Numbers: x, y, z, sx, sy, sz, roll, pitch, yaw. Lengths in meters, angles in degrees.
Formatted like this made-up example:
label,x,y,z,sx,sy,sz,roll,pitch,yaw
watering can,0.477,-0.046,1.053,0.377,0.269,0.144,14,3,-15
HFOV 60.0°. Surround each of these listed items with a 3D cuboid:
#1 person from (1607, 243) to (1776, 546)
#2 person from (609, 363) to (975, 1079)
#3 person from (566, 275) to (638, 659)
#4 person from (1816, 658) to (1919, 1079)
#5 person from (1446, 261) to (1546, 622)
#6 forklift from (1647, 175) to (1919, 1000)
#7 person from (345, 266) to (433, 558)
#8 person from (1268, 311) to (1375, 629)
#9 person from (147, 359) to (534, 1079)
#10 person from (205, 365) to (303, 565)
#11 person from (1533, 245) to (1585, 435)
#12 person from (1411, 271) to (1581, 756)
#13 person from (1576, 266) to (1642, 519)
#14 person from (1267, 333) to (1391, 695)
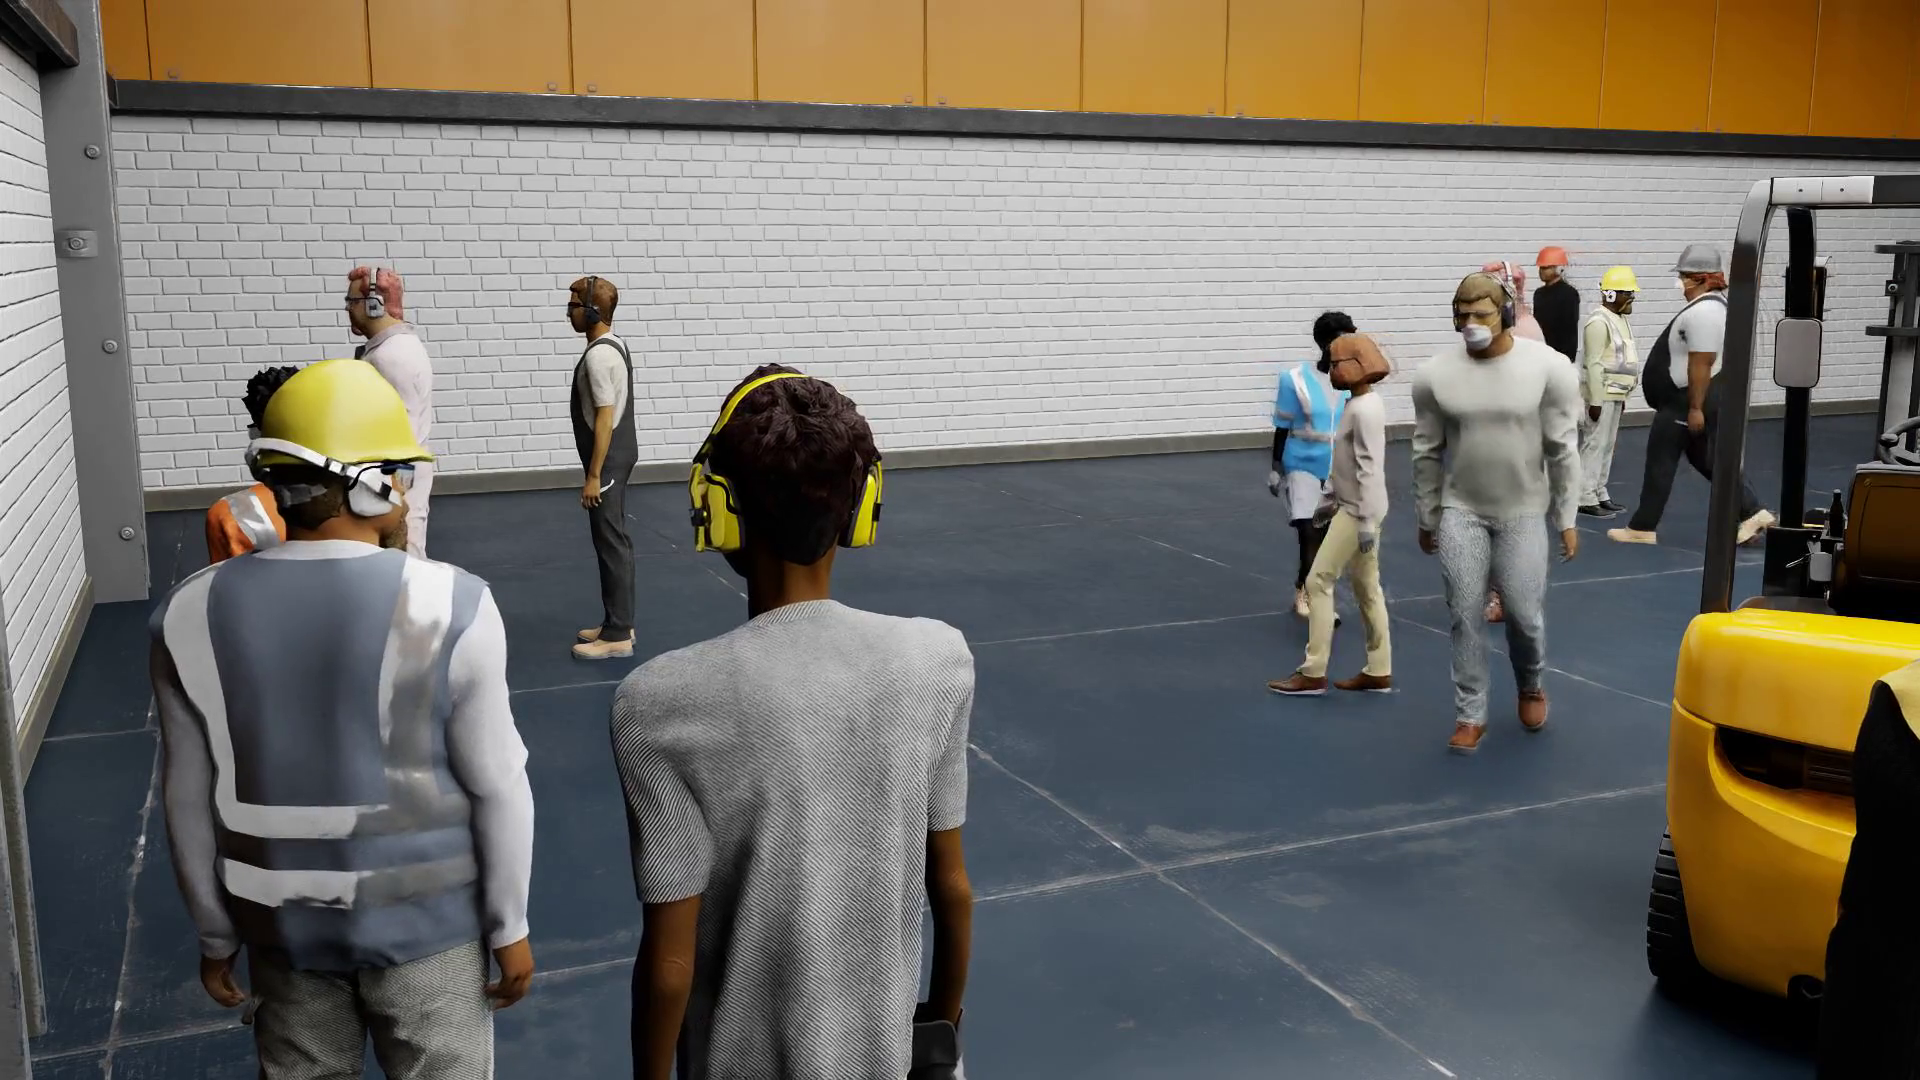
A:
label,x,y,z,sx,sy,sz,roll,pitch,yaw
person,4.862,-0.958,10.884,0.951,2.000,0.688,7,12,32
person,-0.214,0.712,2.151,0.535,1.869,0.314,-7,13,-35
person,-1.737,-0.347,8.054,0.345,1.846,0.508,-1,10,-5
person,1.345,0.737,2.088,0.627,1.844,0.429,-1,10,-6
person,2.840,-0.518,8.833,0.407,1.904,0.654,0,10,3
forklift,2.810,0.094,4.662,1.214,2.155,2.313,7,12,34
person,-2.446,-0.207,7.113,0.407,1.906,0.654,-3,11,-15
person,1.888,-0.340,8.538,0.541,1.639,0.892,-2,10,-9
person,-0.997,0.617,2.791,0.590,1.827,0.404,1,10,3
person,-1.733,0.382,4.468,0.320,1.694,0.532,10,14,43
person,5.377,-1.643,14.870,0.774,1.973,0.627,-3,11,-14
person,2.103,-0.102,6.554,0.653,1.905,0.636,6,12,29
person,4.708,-1.066,12.087,0.403,1.825,0.592,7,13,35
person,1.650,-0.107,7.386,0.660,1.606,0.517,3,11,15
